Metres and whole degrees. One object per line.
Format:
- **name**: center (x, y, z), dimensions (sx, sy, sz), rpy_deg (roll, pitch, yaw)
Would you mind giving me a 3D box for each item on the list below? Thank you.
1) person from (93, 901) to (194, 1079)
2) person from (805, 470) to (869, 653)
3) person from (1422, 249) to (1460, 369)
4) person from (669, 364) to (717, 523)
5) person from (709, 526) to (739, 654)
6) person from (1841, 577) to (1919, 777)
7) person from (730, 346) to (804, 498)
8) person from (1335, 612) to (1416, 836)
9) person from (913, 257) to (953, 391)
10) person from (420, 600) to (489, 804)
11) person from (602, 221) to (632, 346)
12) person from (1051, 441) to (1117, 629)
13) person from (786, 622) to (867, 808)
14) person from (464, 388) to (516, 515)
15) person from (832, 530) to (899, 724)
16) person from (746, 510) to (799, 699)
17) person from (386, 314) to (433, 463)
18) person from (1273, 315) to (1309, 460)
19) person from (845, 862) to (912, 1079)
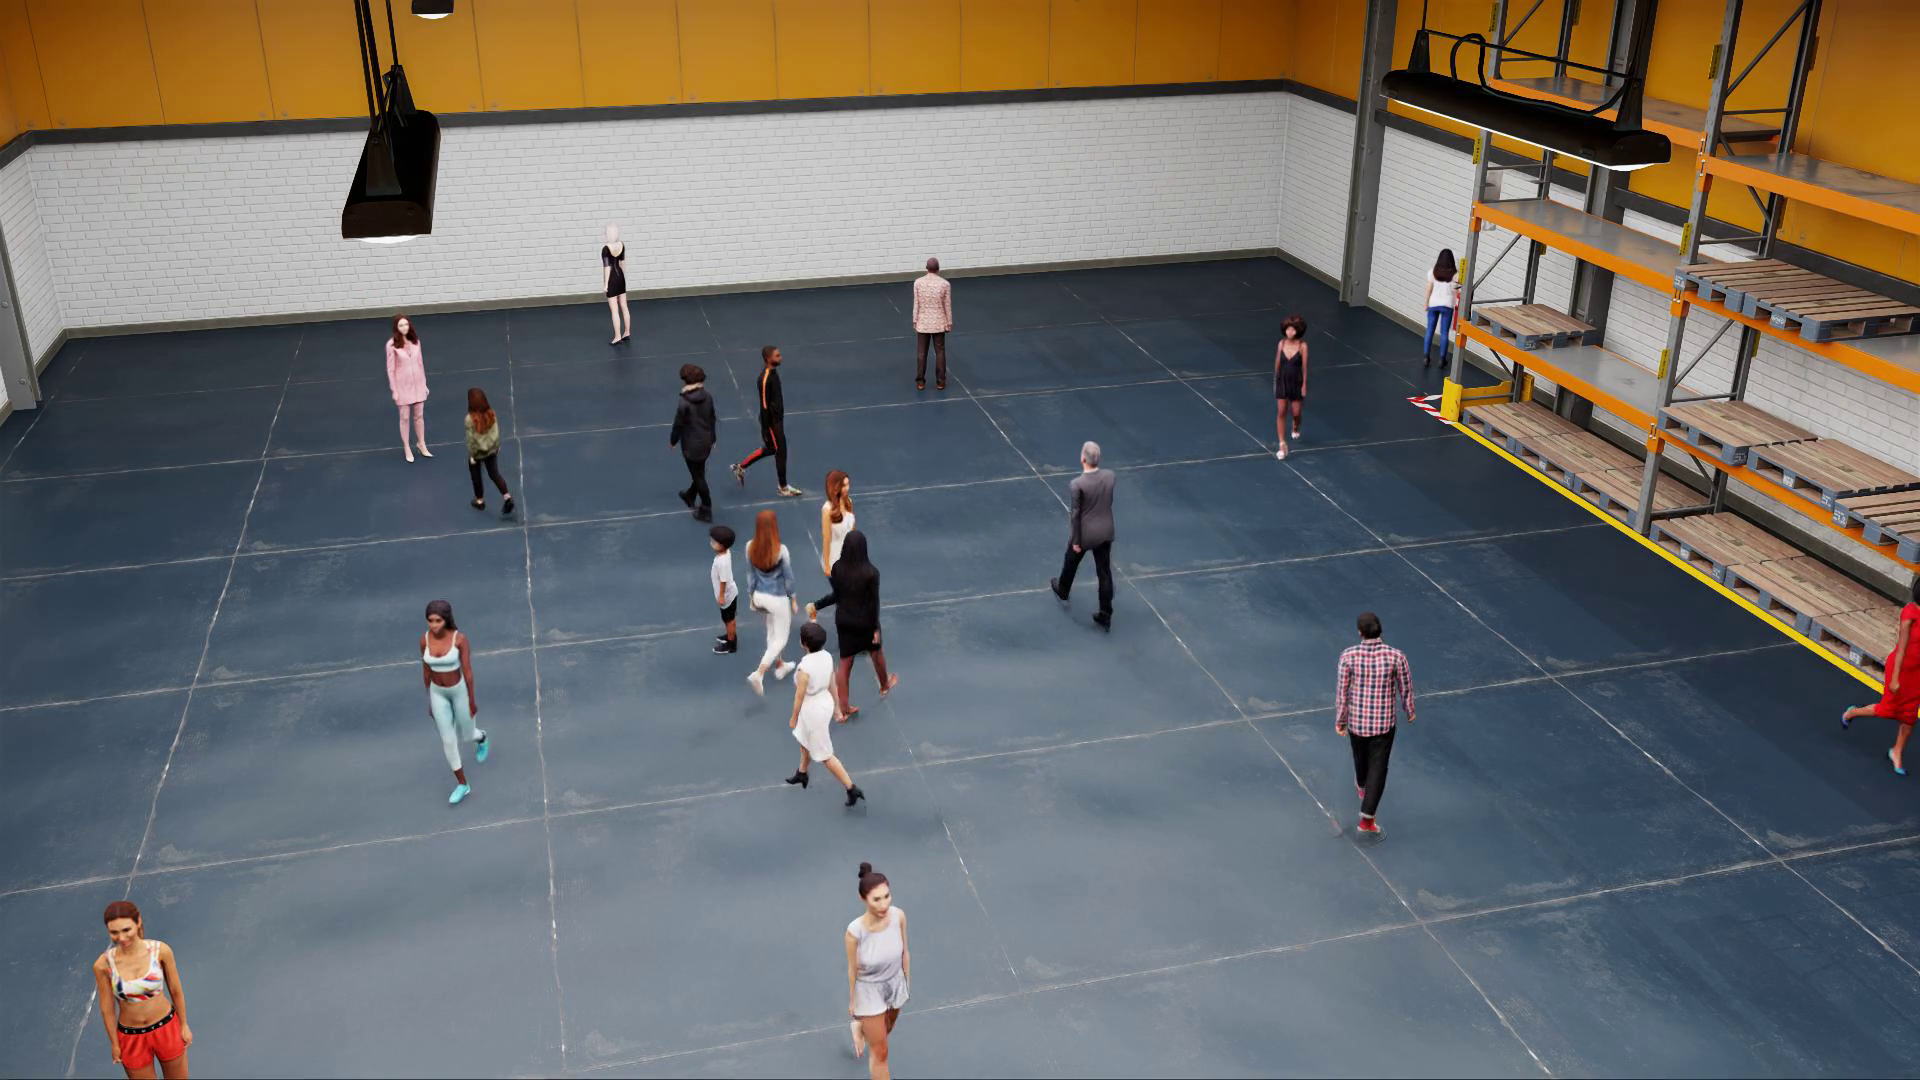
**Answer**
- **person**: center (-4.579, 2.795, 9.404), dimensions (0.617, 1.791, 0.618), rpy_deg (-11, 26, -24)
- **person**: center (-1.196, 0.182, 15.415), dimensions (1.057, 1.766, 0.990), rpy_deg (14, 27, 28)
- **person**: center (6.749, -3.244, 23.354), dimensions (0.695, 1.684, 0.738), rpy_deg (12, 26, 25)
- **person**: center (-2.840, -1.038, 18.220), dimensions (1.046, 1.753, 0.929), rpy_deg (19, 30, 37)
- **person**: center (-2.174, 0.441, 15.457), dimensions (0.617, 1.258, 0.479), rpy_deg (0, 24, 0)
- **person**: center (7.596, 1.049, 13.485), dimensions (0.600, 1.723, 0.906), rpy_deg (-8, 25, -18)
- **person**: center (-2.235, -1.333, 18.861), dimensions (0.966, 1.781, 1.112), rpy_deg (2, 24, 4)
- **person**: center (3.132, 1.402, 12.657), dimensions (1.140, 1.738, 1.272), rpy_deg (10, 25, 21)
- **person**: center (-0.381, -2.920, 22.463), dimensions (0.763, 1.804, 0.719), rpy_deg (2, 24, 5)
- **person**: center (-3.982, 1.218, 13.118), dimensions (0.729, 1.708, 0.953), rpy_deg (2, 24, 4)
- **person**: center (-5.043, -3.767, 24.368), dimensions (0.700, 1.830, 0.645), rpy_deg (14, 27, 28)
- **person**: center (1.301, -0.025, 15.850), dimensions (0.823, 1.795, 1.229), rpy_deg (-10, 26, -22)
- **person**: center (-1.051, 1.397, 12.945), dimensions (1.023, 1.517, 0.998), rpy_deg (11, 26, 25)
- **person**: center (-5.229, -0.957, 18.409), dimensions (1.052, 1.453, 0.908), rpy_deg (20, 31, 38)
- **person**: center (-0.923, 0.765, 14.180), dimensions (1.017, 1.685, 1.132), rpy_deg (10, 26, 22)
- **person**: center (-1.695, 0.574, 14.620), dimensions (1.028, 1.684, 1.082), rpy_deg (13, 27, 26)
- **person**: center (-6.631, -1.844, 20.004), dimensions (0.688, 1.802, 0.685), rpy_deg (-21, 31, -39)
- **person**: center (4.007, -1.867, 20.088), dimensions (0.824, 1.777, 0.907), rpy_deg (10, 26, 22)
- **person**: center (-0.528, 2.657, 9.978), dimensions (0.780, 1.584, 1.039), rpy_deg (-15, 28, -31)
